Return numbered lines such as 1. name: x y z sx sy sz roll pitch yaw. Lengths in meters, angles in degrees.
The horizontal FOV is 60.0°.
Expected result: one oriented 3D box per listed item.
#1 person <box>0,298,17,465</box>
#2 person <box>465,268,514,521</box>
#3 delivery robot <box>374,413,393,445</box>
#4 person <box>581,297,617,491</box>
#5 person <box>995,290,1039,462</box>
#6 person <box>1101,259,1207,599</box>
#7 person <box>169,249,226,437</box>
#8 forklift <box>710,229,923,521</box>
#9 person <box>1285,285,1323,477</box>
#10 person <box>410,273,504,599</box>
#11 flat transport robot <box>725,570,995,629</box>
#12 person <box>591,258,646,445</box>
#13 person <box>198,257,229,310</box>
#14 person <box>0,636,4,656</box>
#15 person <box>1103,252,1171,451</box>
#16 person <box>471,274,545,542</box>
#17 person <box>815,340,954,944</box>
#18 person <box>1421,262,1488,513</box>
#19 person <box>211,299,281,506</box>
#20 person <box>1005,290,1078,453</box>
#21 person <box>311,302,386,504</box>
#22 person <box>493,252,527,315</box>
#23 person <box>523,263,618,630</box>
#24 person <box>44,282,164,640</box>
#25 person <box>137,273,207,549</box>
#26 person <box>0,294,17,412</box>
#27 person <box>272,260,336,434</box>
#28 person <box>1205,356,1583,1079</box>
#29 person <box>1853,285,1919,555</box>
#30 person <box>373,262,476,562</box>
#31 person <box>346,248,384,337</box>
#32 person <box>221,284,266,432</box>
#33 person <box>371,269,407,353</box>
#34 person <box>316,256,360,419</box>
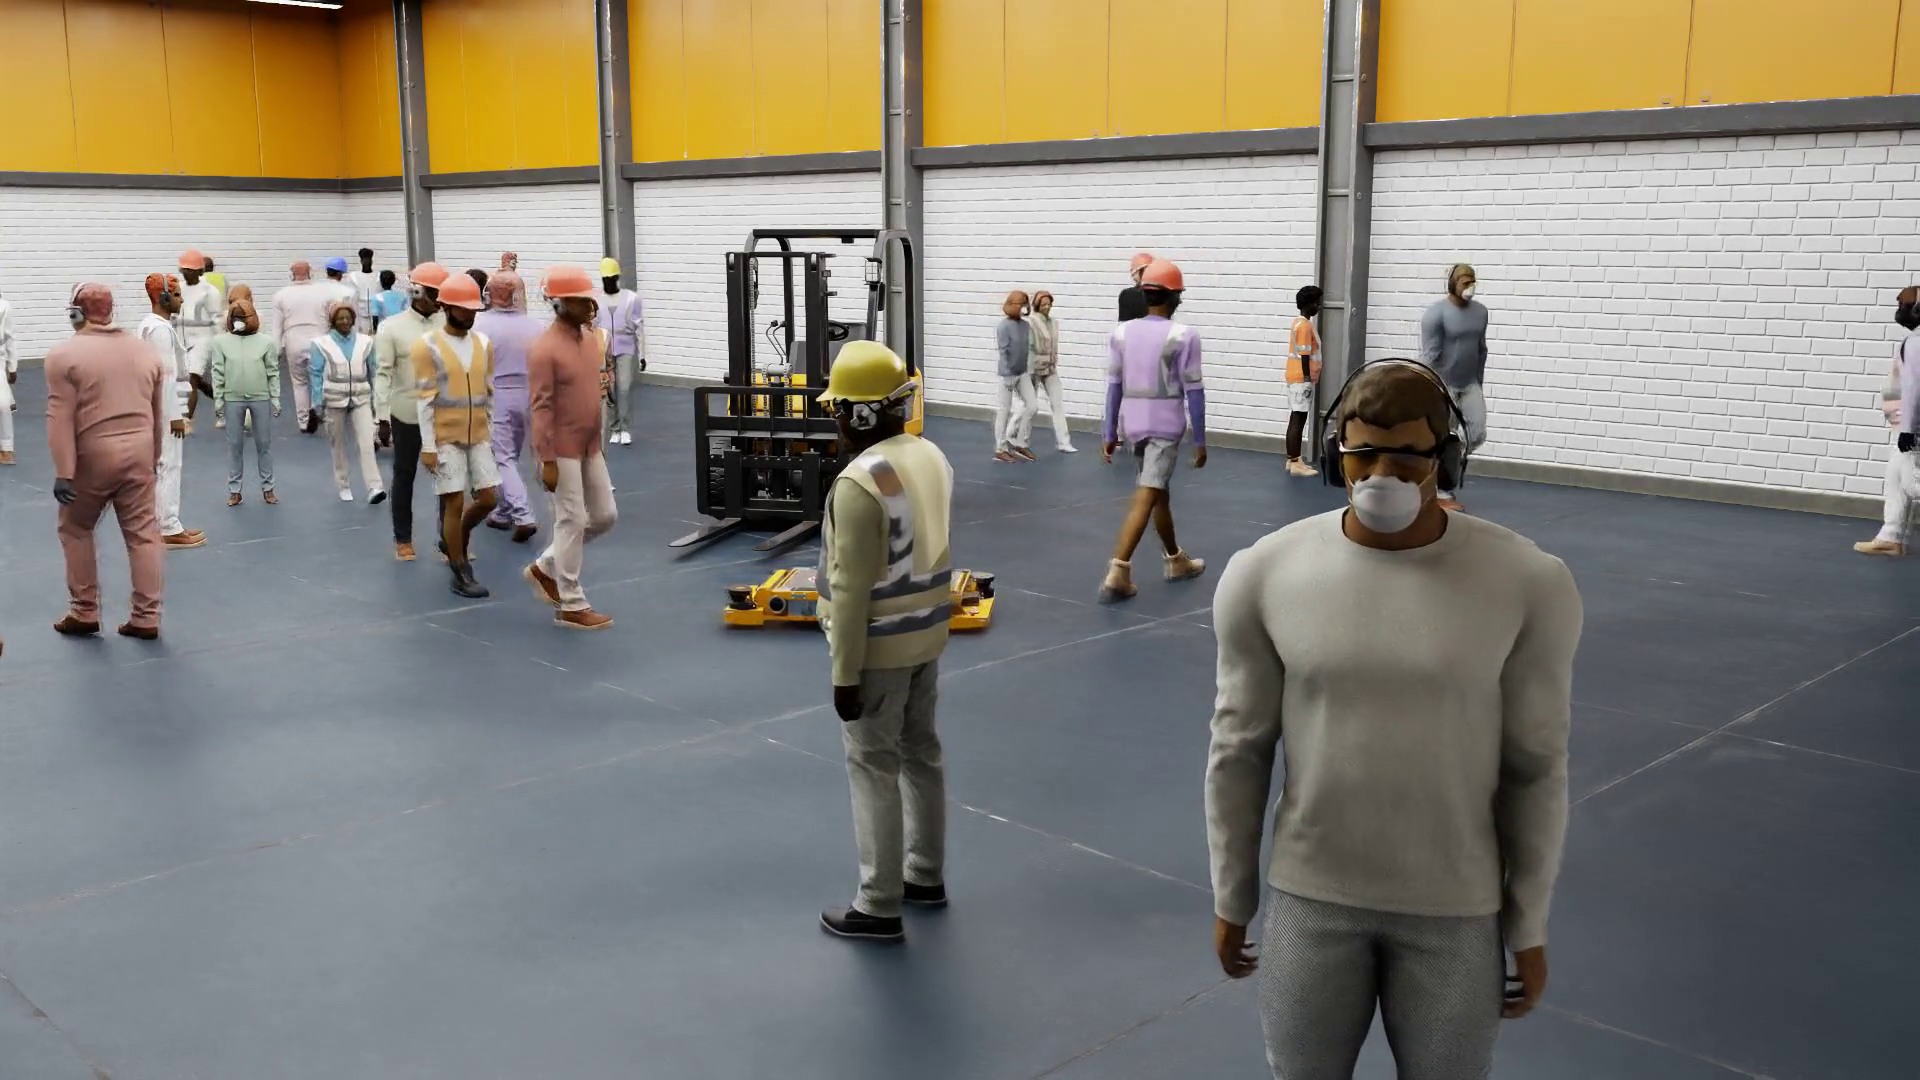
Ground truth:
1. person: -9.008 -1.595 15.343 0.568 1.862 0.631 -6 12 -31
2. person: -3.566 -1.092 12.523 0.603 1.895 0.882 -5 11 -25
3. delivery robot: -5.552 -1.141 16.164 0.477 0.478 0.707 -1 10 -5
4. person: -3.091 -1.202 13.789 0.514 1.642 0.310 -9 14 -40
5. person: 0.535 -1.525 15.619 0.500 1.618 0.500 9 14 40
6. person: 1.166 -0.666 9.916 0.624 1.992 1.076 10 14 42
7. person: -8.158 -2.121 17.864 0.662 1.993 0.972 4 11 21
8. forklift: -1.050 -1.319 12.920 1.214 2.155 2.313 2 11 13
9. person: 3.056 -1.414 14.804 0.319 1.693 0.532 1 10 5
10. person: -2.979 -0.615 9.842 0.544 1.915 0.543 9 14 42
11. flat transport robot: -0.537 0.314 9.258 1.431 0.197 0.652 1 10 5
12. person: -3.519 -1.894 16.858 0.611 1.894 0.768 -1 10 -3
13. person: -11.358 -3.350 25.064 0.820 1.808 0.633 5 12 27
14. person: -3.379 0.318 5.343 0.485 1.702 0.895 -3 11 -18
15. person: 1.754 -1.831 16.343 0.660 1.953 0.904 -5 11 -23
16. person: -3.215 -0.931 11.725 0.663 1.866 0.981 -9 14 -41
17. person: -0.237 0.310 5.061 0.403 1.824 0.596 5 12 26
18. person: 3.789 -1.159 12.772 0.656 1.925 0.455 -5 12 -27
19. person: -5.650 -1.089 13.190 0.497 1.633 0.278 -4 11 -22
20. person: 0.769 -1.673 16.477 0.828 1.602 0.523 10 14 43
21. person: -4.818 -1.061 13.118 0.544 1.591 0.848 -7 12 -32
22. person: -6.293 -3.089 23.371 0.639 1.903 0.409 7 12 32
23. person: -2.137 -0.499 9.009 0.519 1.981 0.640 3 11 16
24. person: -4.577 -0.413 8.812 0.754 1.880 0.680 6 12 31
25. person: -5.447 -0.885 11.423 0.345 1.879 0.581 -6 12 -28
26. person: -11.666 -2.443 20.058 0.328 1.838 0.687 -7 13 -35
27. person: -6.999 -2.054 17.801 0.682 1.880 0.710 -3 11 -16
28. person: 0.741 0.642 2.958 0.626 1.933 0.372 3 11 17
29. person: 6.373 -0.753 10.868 0.746 1.823 0.638 7 13 35
30. person: -3.436 -0.805 10.764 0.673 1.944 0.868 -9 14 -40
31. person: -8.775 -3.348 24.657 0.631 1.935 0.783 -3 11 -16
32. person: -7.729 -1.948 17.933 0.503 1.614 0.547 -3 11 -15
33. person: -7.599 -2.778 22.285 0.625 1.679 0.540 9 14 41
34. person: -7.291 -2.341 19.317 0.634 1.901 0.915 -2 11 -12
